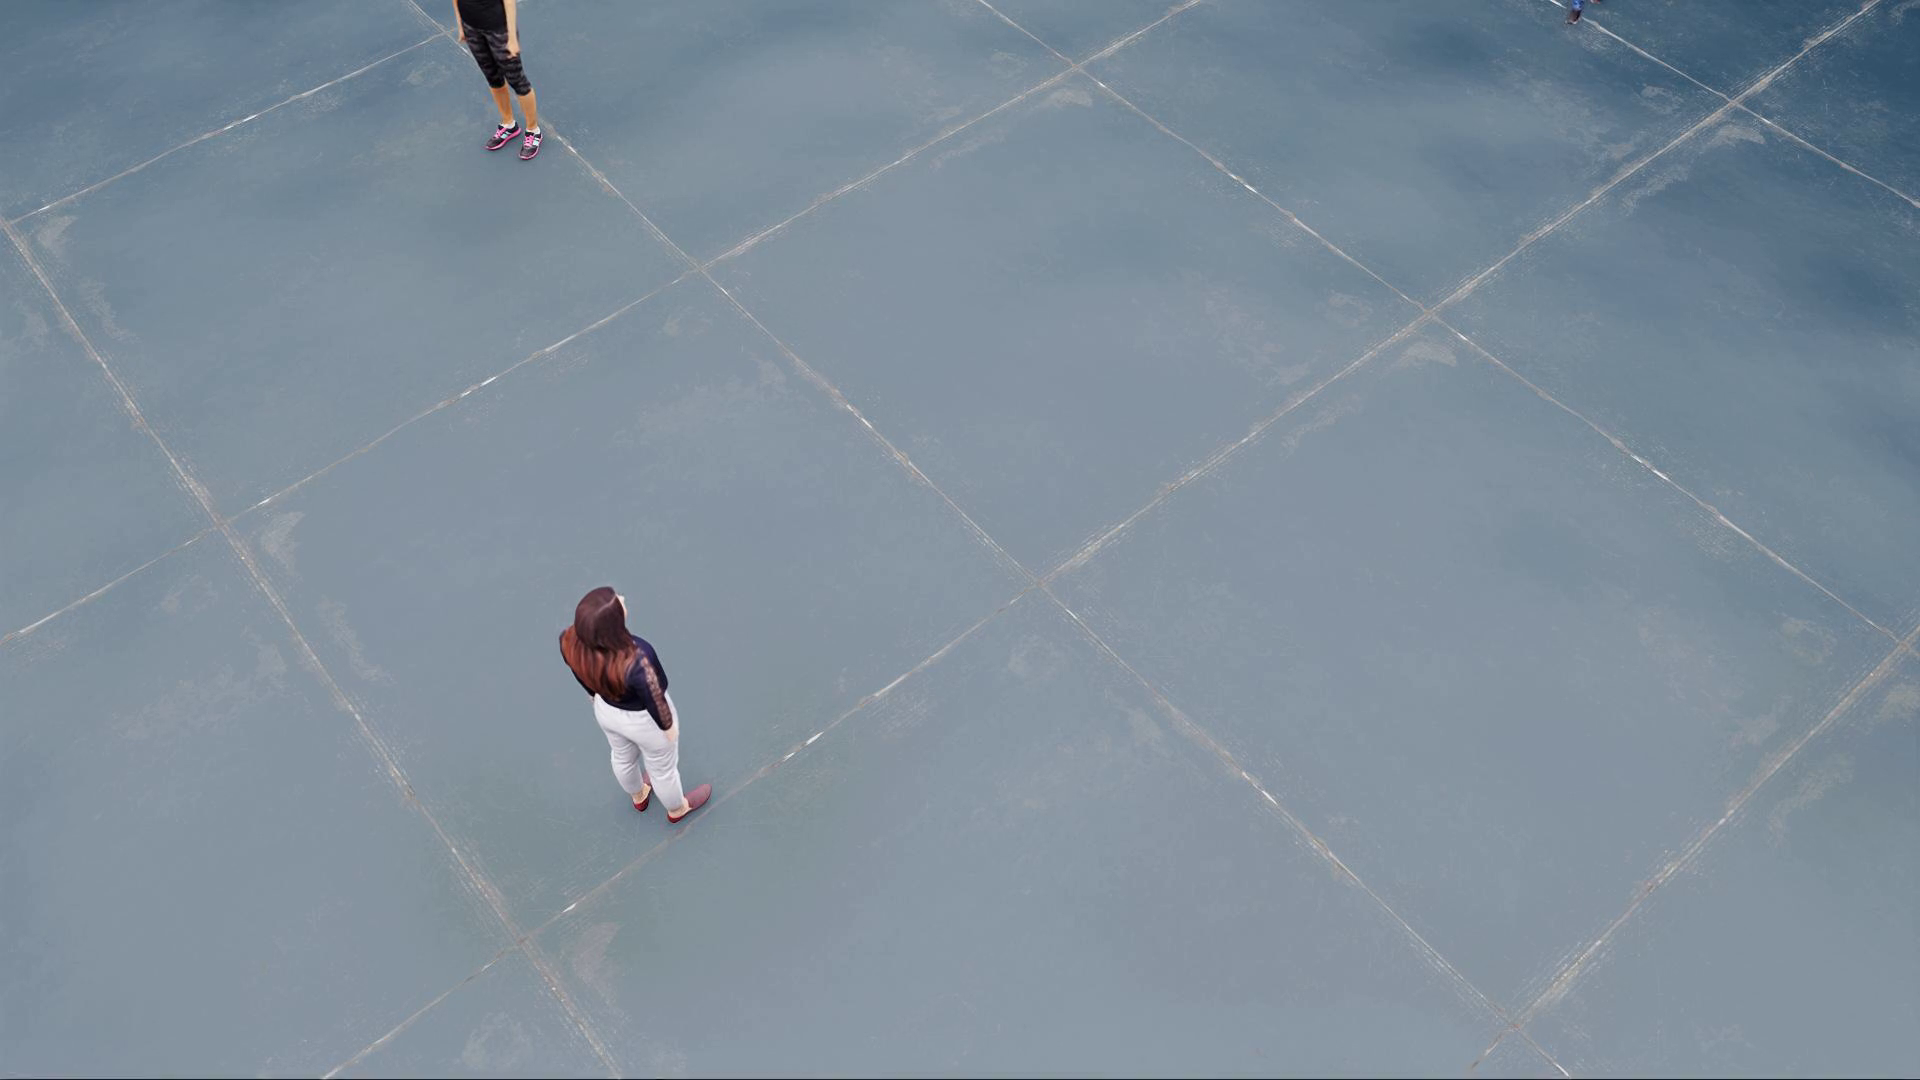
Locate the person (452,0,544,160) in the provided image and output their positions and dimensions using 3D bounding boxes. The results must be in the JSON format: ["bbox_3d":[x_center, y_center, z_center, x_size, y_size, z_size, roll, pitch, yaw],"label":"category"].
[{"bbox_3d":[-2.761,-3.035,9.798,0.653,1.730,0.662,20,55,15],"label":"person"}]

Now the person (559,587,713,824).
[{"bbox_3d":[-1.364,0.703,6.981,0.675,1.607,0.663,22,55,16],"label":"person"}]
